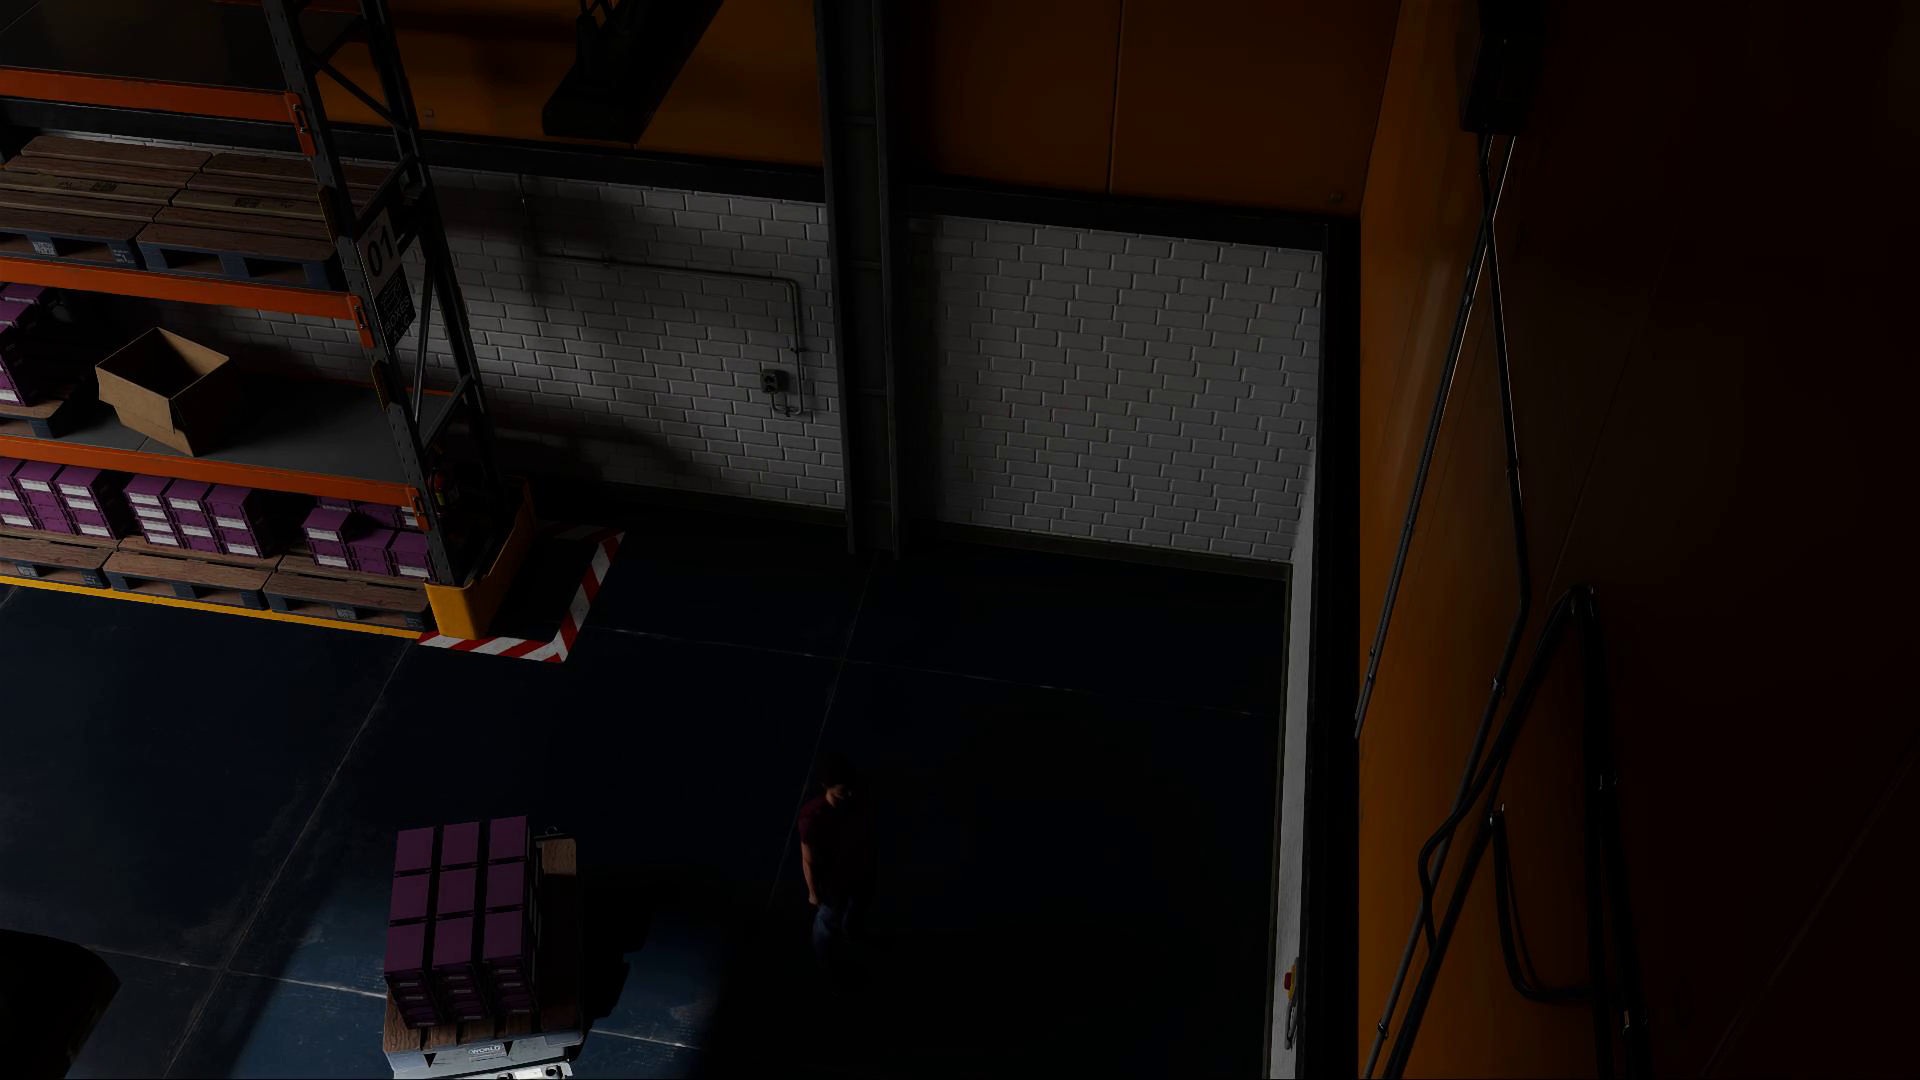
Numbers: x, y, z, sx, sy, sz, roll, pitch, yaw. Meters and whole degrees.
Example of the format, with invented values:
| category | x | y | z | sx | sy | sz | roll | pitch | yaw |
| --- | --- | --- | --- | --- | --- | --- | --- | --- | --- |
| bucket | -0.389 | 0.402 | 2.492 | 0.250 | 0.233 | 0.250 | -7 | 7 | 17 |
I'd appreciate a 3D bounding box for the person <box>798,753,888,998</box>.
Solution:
| category | x | y | z | sx | sy | sz | roll | pitch | yaw |
| --- | --- | --- | --- | --- | --- | --- | --- | --- | --- |
| person | -0.641 | 1.771 | 9.080 | 0.727 | 1.852 | 0.732 | 30 | 51 | 28 |
